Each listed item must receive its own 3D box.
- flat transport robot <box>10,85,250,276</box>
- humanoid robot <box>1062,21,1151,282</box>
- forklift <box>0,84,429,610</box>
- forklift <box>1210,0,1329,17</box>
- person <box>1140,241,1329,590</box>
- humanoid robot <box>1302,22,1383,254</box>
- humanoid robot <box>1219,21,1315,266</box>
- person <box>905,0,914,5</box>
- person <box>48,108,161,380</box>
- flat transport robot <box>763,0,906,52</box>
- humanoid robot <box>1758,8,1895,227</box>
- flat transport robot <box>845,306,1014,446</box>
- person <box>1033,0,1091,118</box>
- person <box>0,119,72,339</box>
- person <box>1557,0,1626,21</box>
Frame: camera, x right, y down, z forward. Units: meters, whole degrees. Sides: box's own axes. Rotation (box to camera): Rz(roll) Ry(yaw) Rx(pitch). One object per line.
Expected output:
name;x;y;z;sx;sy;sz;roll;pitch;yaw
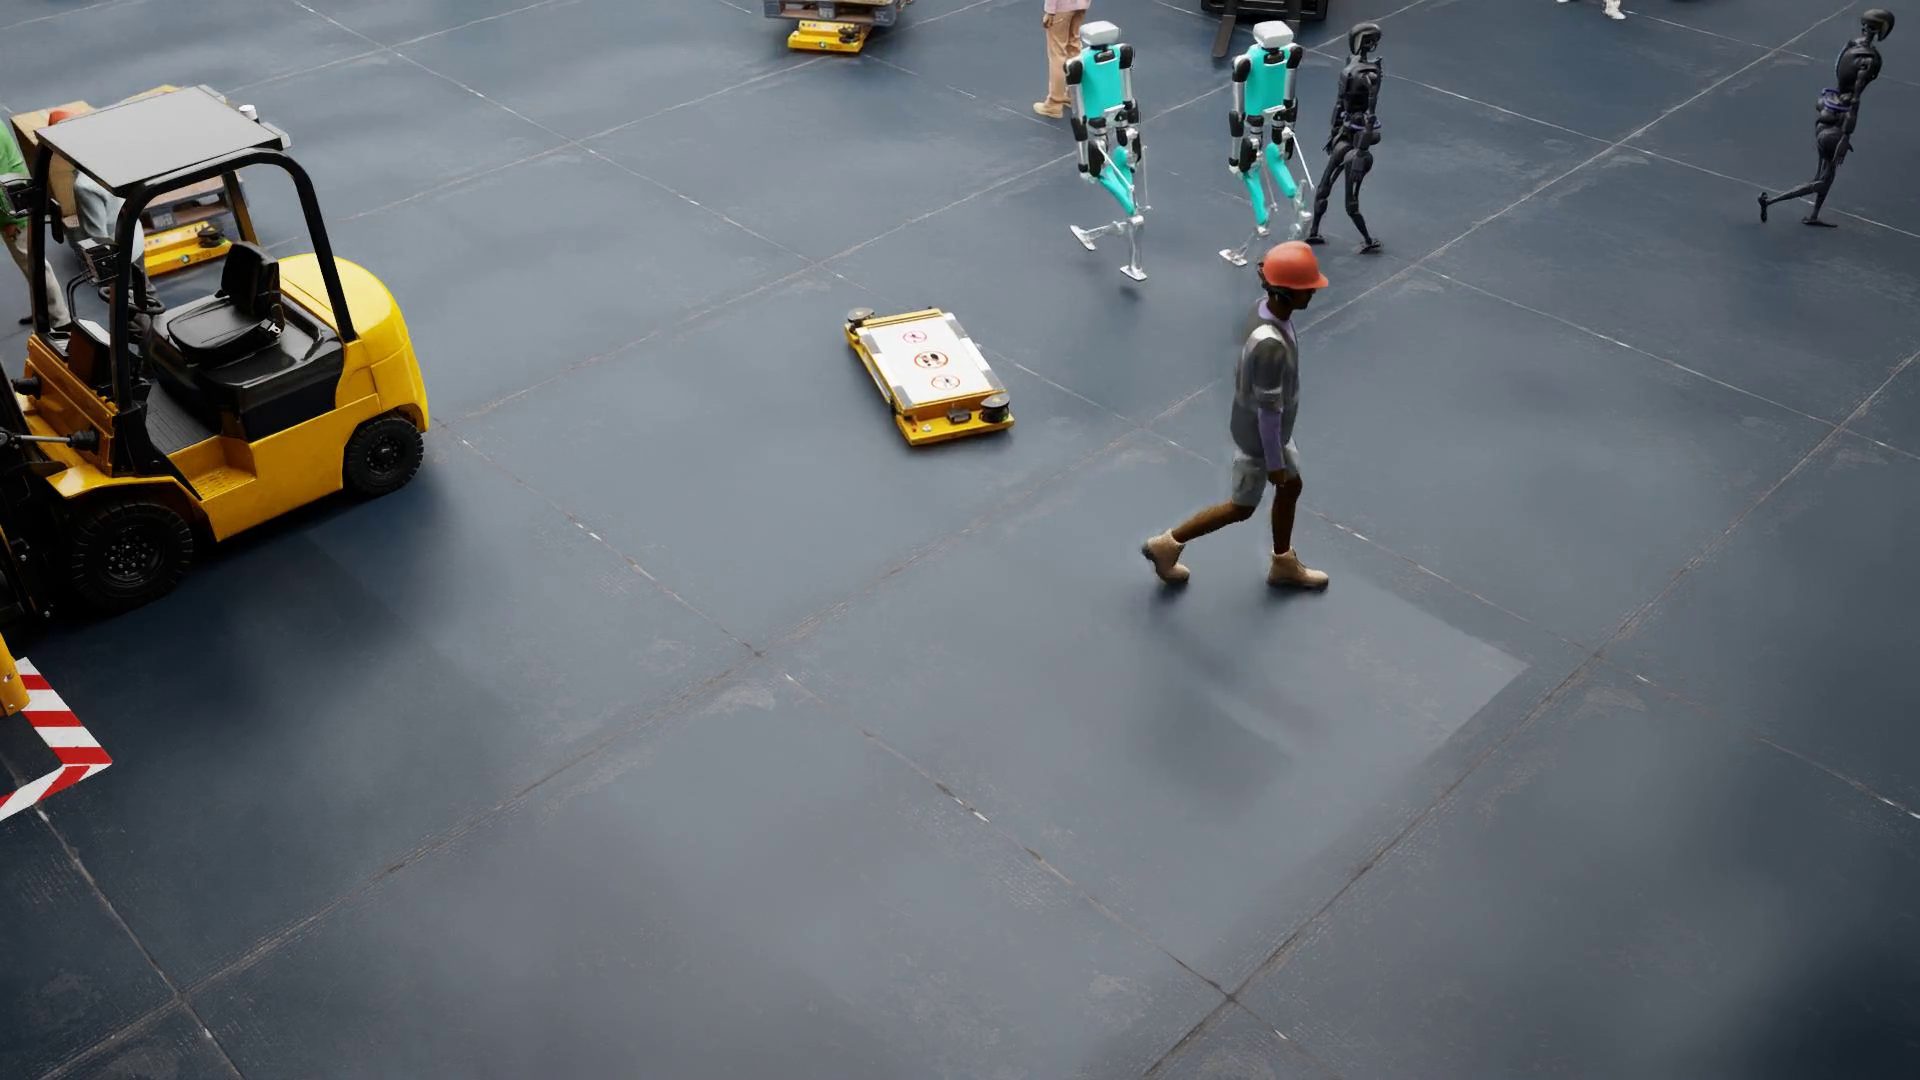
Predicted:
flat transport robot;-5.898;-2.323;12.107;0.659;0.231;1.431;-26;44;-30
humanoid robot;1.109;-2.528;11.164;0.550;1.703;1.017;-23;42;-27
forklift;-4.145;-1.093;8.856;2.313;2.155;1.214;-31;47;-34
forklift;3.106;-6.400;15.960;1.214;2.155;2.313;8;37;10
person;1.456;-0.577;8.320;0.928;2.008;0.605;8;38;11
humanoid robot;2.716;-2.756;11.536;0.604;1.651;0.608;-6;37;-8
humanoid robot;2.145;-2.531;11.176;0.552;1.779;0.880;-18;40;-23
person;-0.656;-6.083;15.746;0.373;1.940;0.630;-5;37;-7
person;-5.187;-1.803;10.181;0.352;1.740;0.571;-4;37;-5
flat transport robot;-1.115;-4.921;15.584;0.659;0.231;1.431;7;37;9
humanoid robot;6.179;-3.000;11.854;0.625;1.639;0.607;10;38;13
flat transport robot;-0.215;-1.075;10.436;0.659;0.231;1.431;-12;38;-15
person;0.883;-4.344;13.557;0.416;1.774;0.537;25;43;29
person;-6.079;-2.124;10.581;0.384;1.779;0.550;-24;43;-28
person;6.072;-5.751;15.586;0.565;1.596;0.597;4;37;5
